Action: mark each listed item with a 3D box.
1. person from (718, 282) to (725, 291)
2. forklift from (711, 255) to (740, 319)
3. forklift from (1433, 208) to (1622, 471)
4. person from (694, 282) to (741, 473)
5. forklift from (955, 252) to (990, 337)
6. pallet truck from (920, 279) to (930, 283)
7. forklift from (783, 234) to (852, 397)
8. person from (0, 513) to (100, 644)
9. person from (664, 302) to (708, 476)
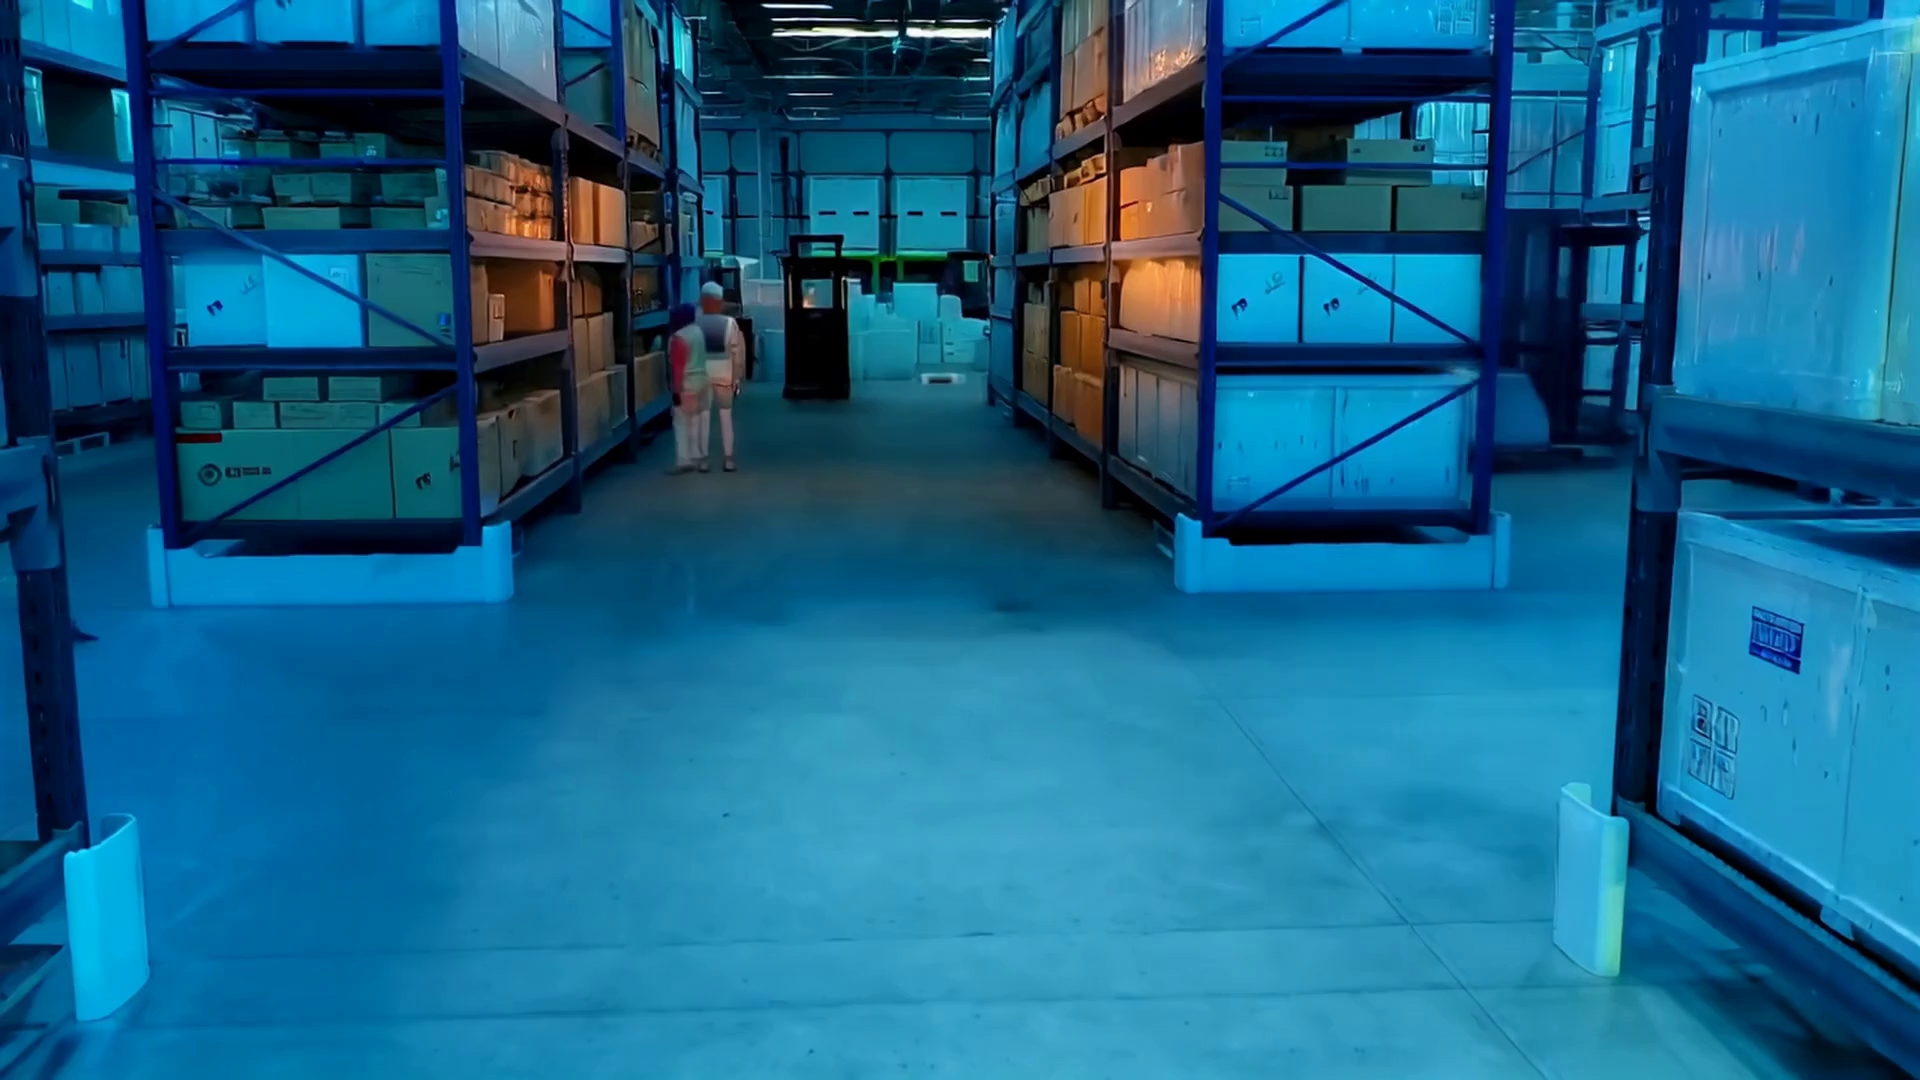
[{"bbox_3d":[-8.998,-8.711,62.150,0.574,1.883,0.352,0,9,2],"label":"person"},{"bbox_3d":[-8.400,-8.787,59.502,1.129,2.768,1.873,-1,9,-4],"label":"forklift"},{"bbox_3d":[6.137,-2.197,18.123,1.873,2.768,1.129,-1,9,-4],"label":"forklift"},{"bbox_3d":[-2.659,-1.738,17.865,0.615,2.041,0.376,-2,9,-15],"label":"person"},{"bbox_3d":[0.345,-7.378,50.655,1.129,2.768,1.873,-2,9,-10],"label":"forklift"},{"bbox_3d":[-0.932,-8.922,63.114,1.885,1.965,0.823,2,9,13],"label":"pallet truck"},{"bbox_3d":[-2.489,-3.952,29.143,1.129,2.768,1.873,0,9,-1],"label":"forklift"},{"bbox_3d":[-5.338,-0.175,9.366,0.693,1.622,0.517,-2,9,-14],"label":"person"},{"bbox_3d":[-2.903,-1.601,17.655,0.429,1.843,0.629,3,10,18],"label":"person"}]
